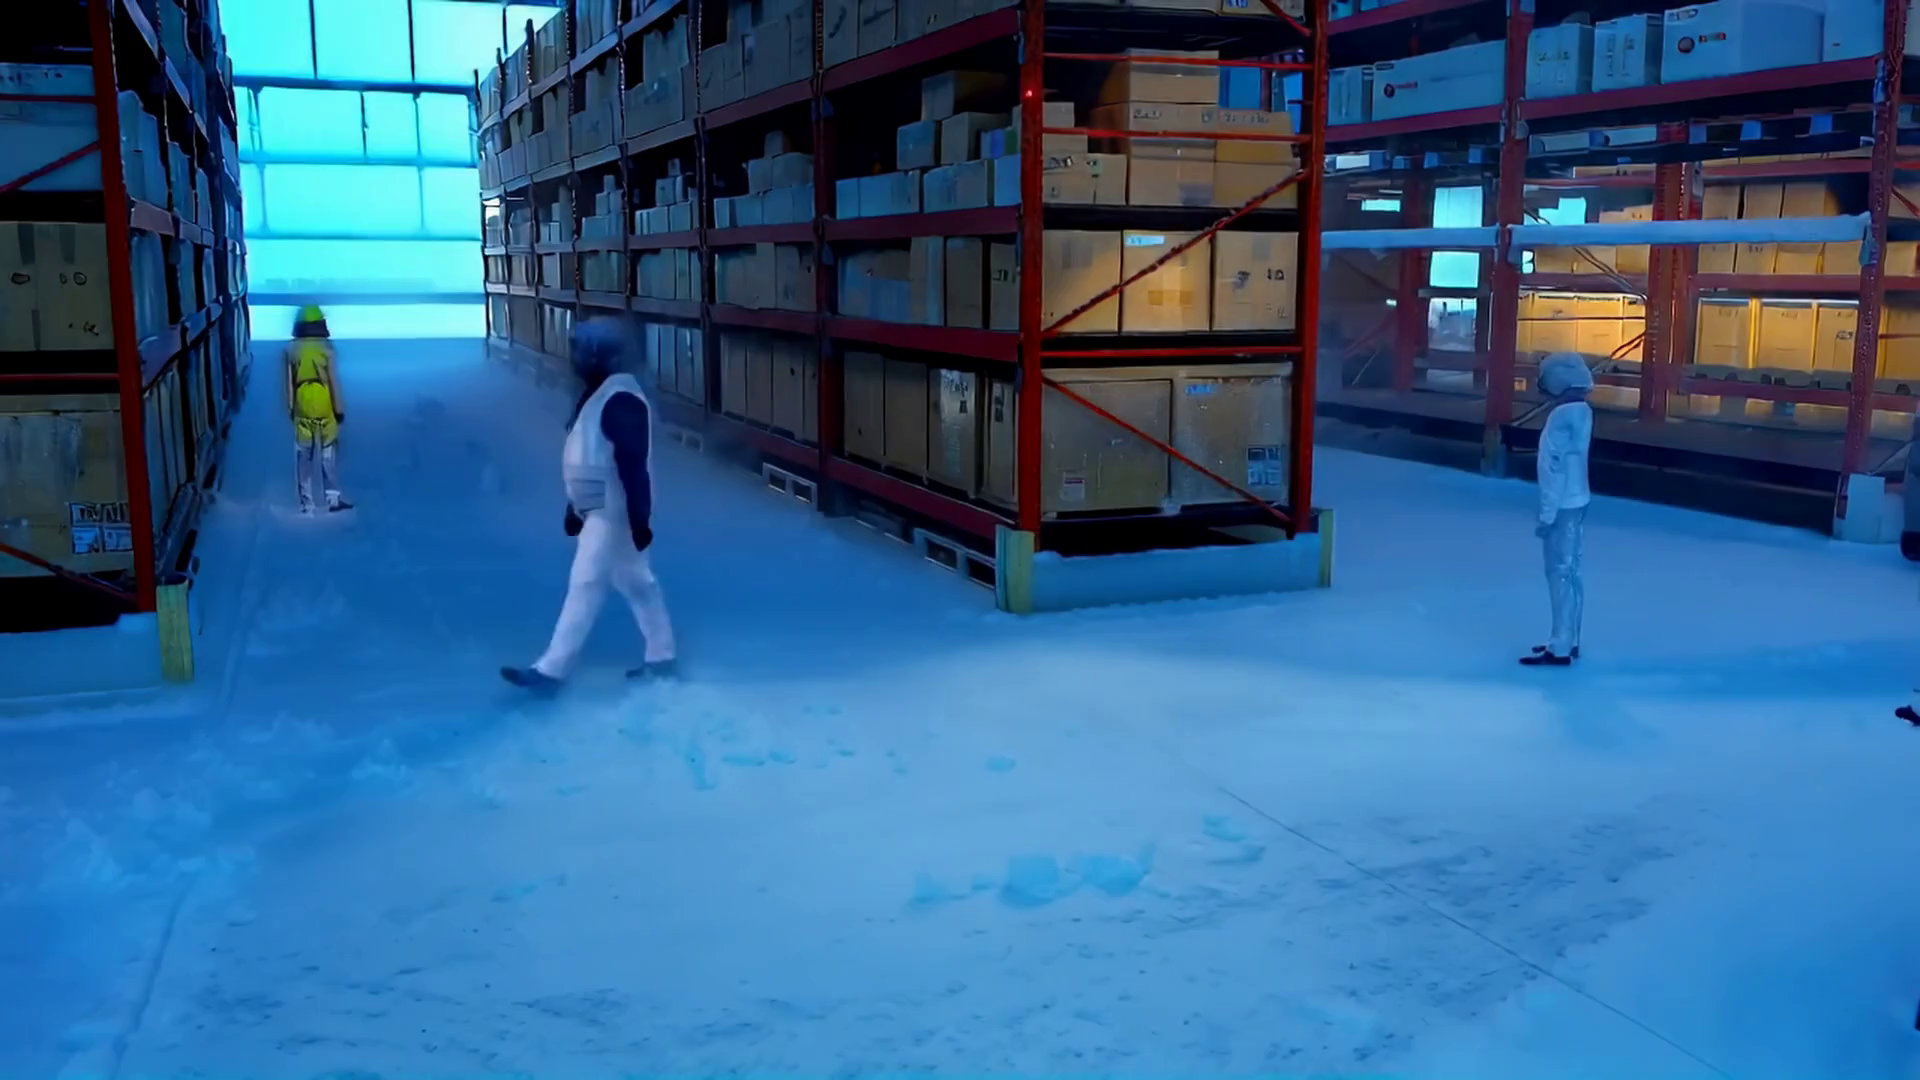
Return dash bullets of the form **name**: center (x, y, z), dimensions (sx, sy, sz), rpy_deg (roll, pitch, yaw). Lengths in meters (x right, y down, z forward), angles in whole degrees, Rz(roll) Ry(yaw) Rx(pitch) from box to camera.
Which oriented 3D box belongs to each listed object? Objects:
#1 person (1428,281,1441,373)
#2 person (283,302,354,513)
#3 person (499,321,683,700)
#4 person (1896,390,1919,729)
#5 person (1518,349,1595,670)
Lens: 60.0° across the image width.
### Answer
- **person**: center (8.870, -4.067, 31.638), dimensions (0.529, 1.734, 0.816), rpy_deg (-4, 10, -24)
- **person**: center (-5.327, -1.088, 13.780), dimensions (0.487, 1.744, 0.294), rpy_deg (1, 10, 8)
- **person**: center (-1.769, -0.145, 7.994), dimensions (0.950, 1.790, 0.658), rpy_deg (-4, 10, -24)
- **person**: center (4.477, -0.088, 7.343), dimensions (0.649, 1.899, 0.399), rpy_deg (1, 10, 7)
- **person**: center (3.064, -0.154, 8.507), dimensions (0.279, 1.634, 0.499), rpy_deg (6, 11, 34)
